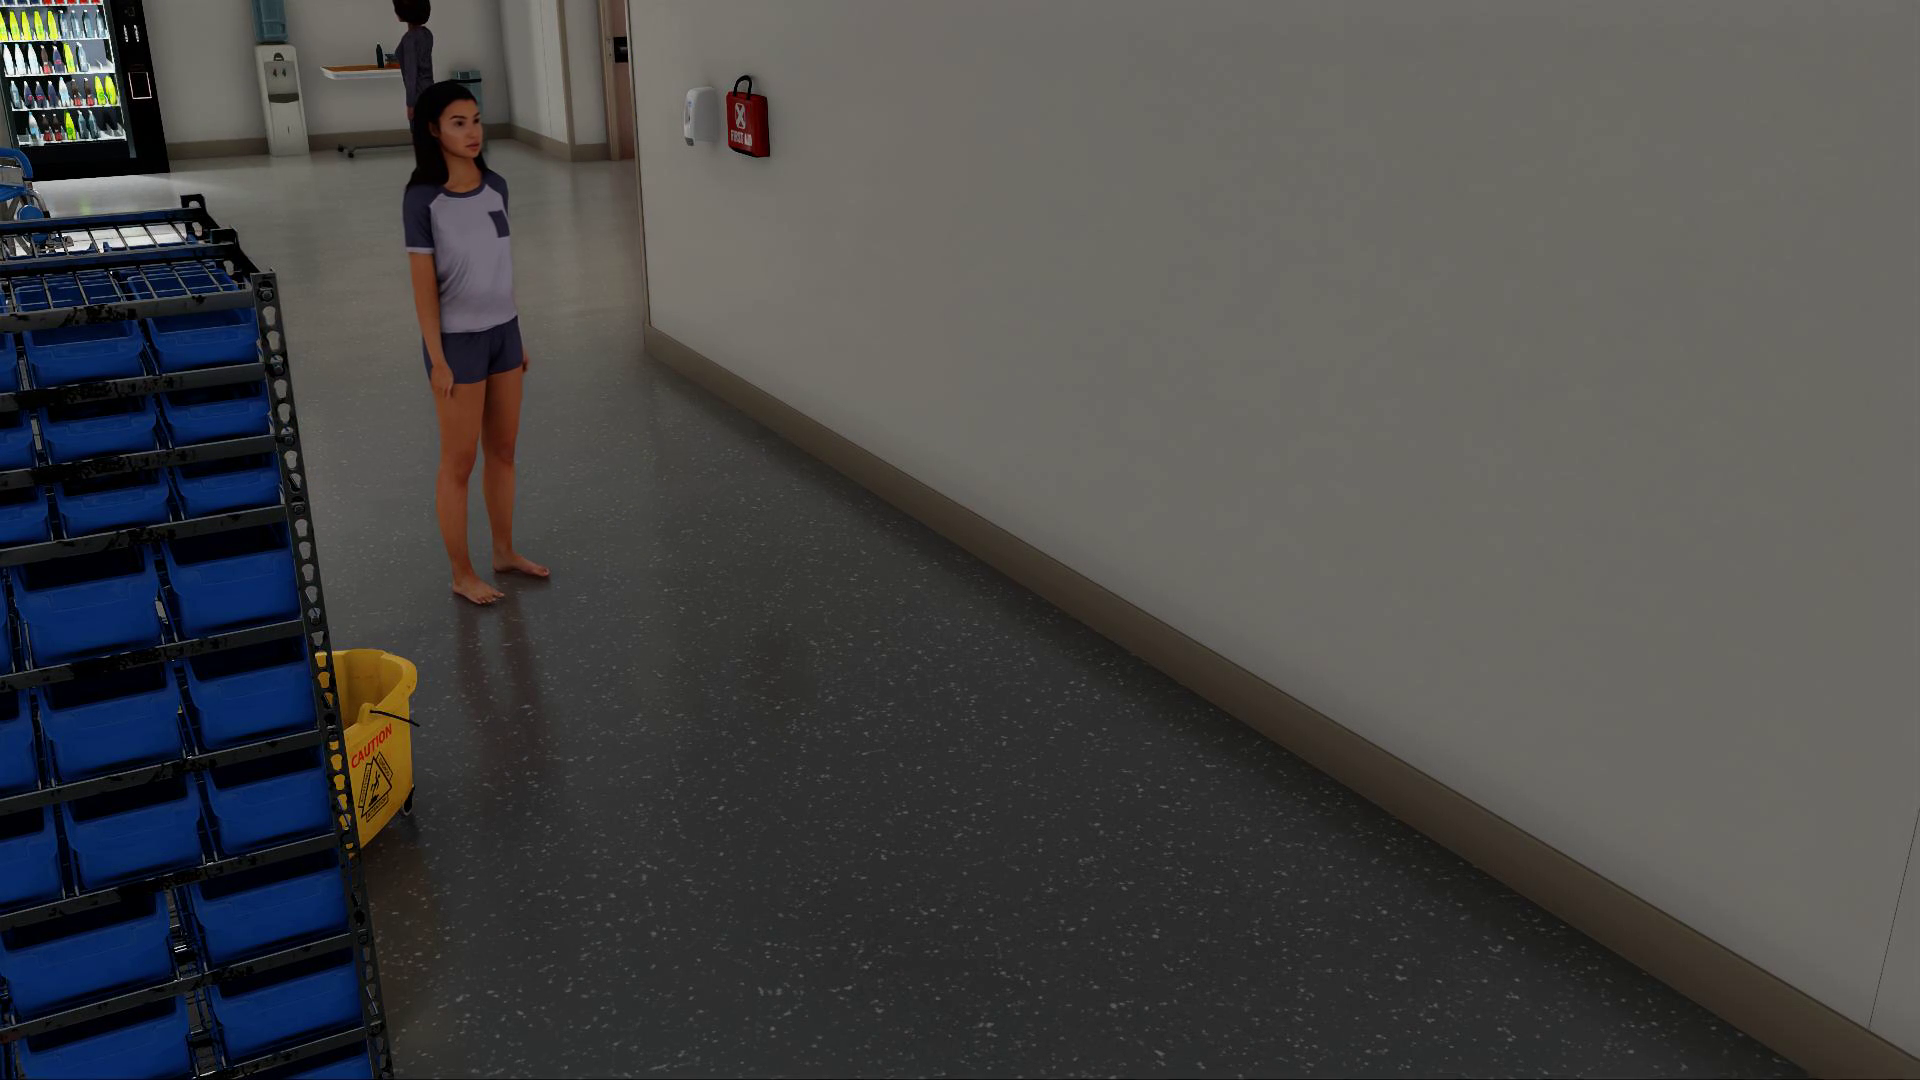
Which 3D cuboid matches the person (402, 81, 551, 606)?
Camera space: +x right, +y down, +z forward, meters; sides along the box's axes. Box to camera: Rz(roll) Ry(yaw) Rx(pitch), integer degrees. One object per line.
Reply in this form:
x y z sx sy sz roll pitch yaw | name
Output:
-1.649 -0.662 5.627 0.721 1.734 0.613 11 23 27 | person

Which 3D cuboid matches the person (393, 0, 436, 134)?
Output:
-4.073 -3.320 12.684 0.679 1.706 0.656 1 21 3 | person
